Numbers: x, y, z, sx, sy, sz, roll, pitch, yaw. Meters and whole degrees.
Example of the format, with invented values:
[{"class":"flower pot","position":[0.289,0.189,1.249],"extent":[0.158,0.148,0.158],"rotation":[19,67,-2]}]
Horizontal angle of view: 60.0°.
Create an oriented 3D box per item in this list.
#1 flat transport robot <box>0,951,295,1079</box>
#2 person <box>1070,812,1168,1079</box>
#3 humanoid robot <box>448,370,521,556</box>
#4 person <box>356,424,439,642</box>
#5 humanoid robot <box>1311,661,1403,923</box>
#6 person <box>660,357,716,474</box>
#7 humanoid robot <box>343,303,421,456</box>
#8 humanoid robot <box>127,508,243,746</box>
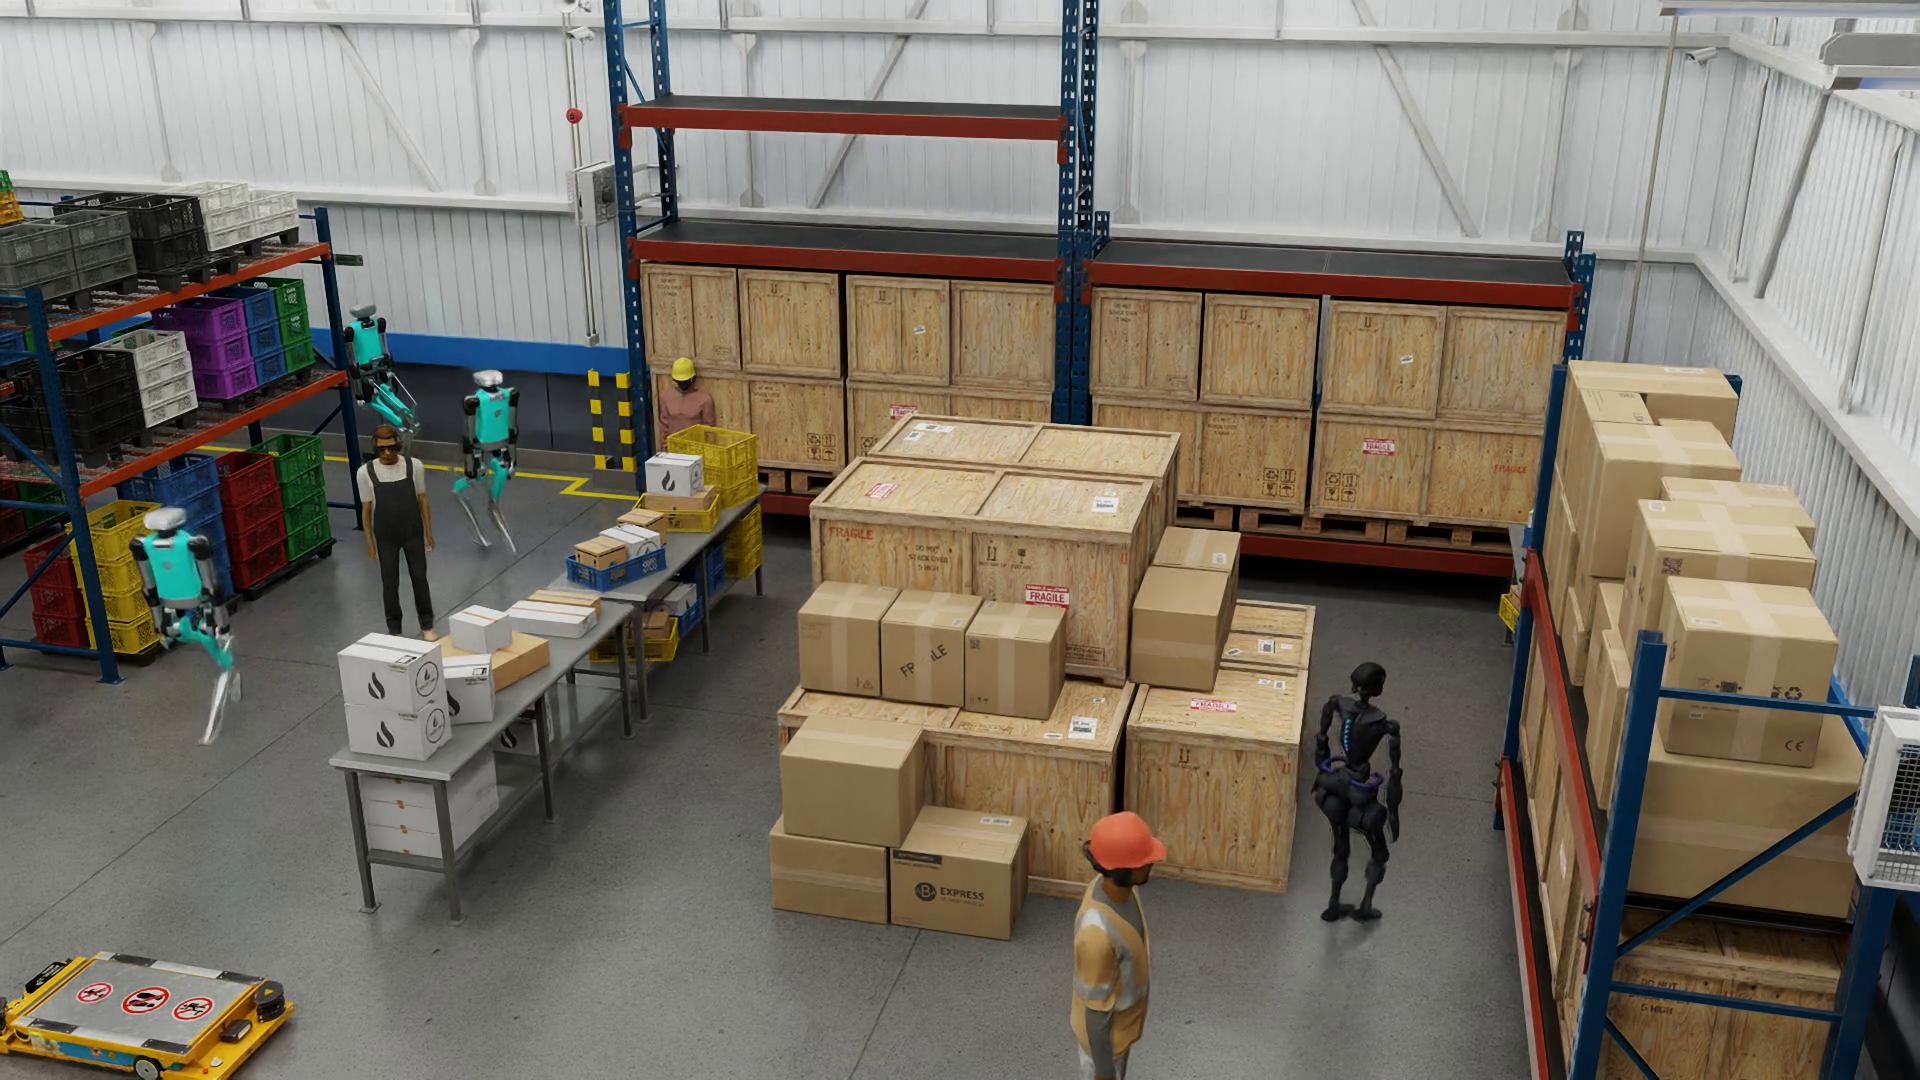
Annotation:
[{"class":"flat transport robot","position":[-4.270,2.464,8.601],"extent":[1.431,0.231,0.659],"rotation":[5,22,13]},{"class":"person","position":[0.665,2.078,7.126],"extent":[0.372,2.045,0.606],"rotation":[5,21,13]},{"class":"humanoid robot","position":[-4.276,-0.681,14.822],"extent":[0.808,1.794,0.541],"rotation":[18,27,39]},{"class":"person","position":[-4.363,-0.027,12.929],"extent":[0.504,1.839,0.337],"rotation":[-10,23,-24]},{"class":"humanoid robot","position":[2.206,1.418,9.366],"extent":[0.344,1.654,0.605],"rotation":[-18,27,-39]},{"class":"person","position":[-2.459,-0.805,15.066],"extent":[0.522,1.761,0.336],"rotation":[4,21,9]},{"class":"humanoid robot","position":[-5.791,-1.544,16.848],"extent":[0.735,1.673,0.533],"rotation":[11,24,27]},{"class":"humanoid robot","position":[-5.302,0.488,11.741],"extent":[0.543,1.758,0.986],"rotation":[0,21,0]}]
